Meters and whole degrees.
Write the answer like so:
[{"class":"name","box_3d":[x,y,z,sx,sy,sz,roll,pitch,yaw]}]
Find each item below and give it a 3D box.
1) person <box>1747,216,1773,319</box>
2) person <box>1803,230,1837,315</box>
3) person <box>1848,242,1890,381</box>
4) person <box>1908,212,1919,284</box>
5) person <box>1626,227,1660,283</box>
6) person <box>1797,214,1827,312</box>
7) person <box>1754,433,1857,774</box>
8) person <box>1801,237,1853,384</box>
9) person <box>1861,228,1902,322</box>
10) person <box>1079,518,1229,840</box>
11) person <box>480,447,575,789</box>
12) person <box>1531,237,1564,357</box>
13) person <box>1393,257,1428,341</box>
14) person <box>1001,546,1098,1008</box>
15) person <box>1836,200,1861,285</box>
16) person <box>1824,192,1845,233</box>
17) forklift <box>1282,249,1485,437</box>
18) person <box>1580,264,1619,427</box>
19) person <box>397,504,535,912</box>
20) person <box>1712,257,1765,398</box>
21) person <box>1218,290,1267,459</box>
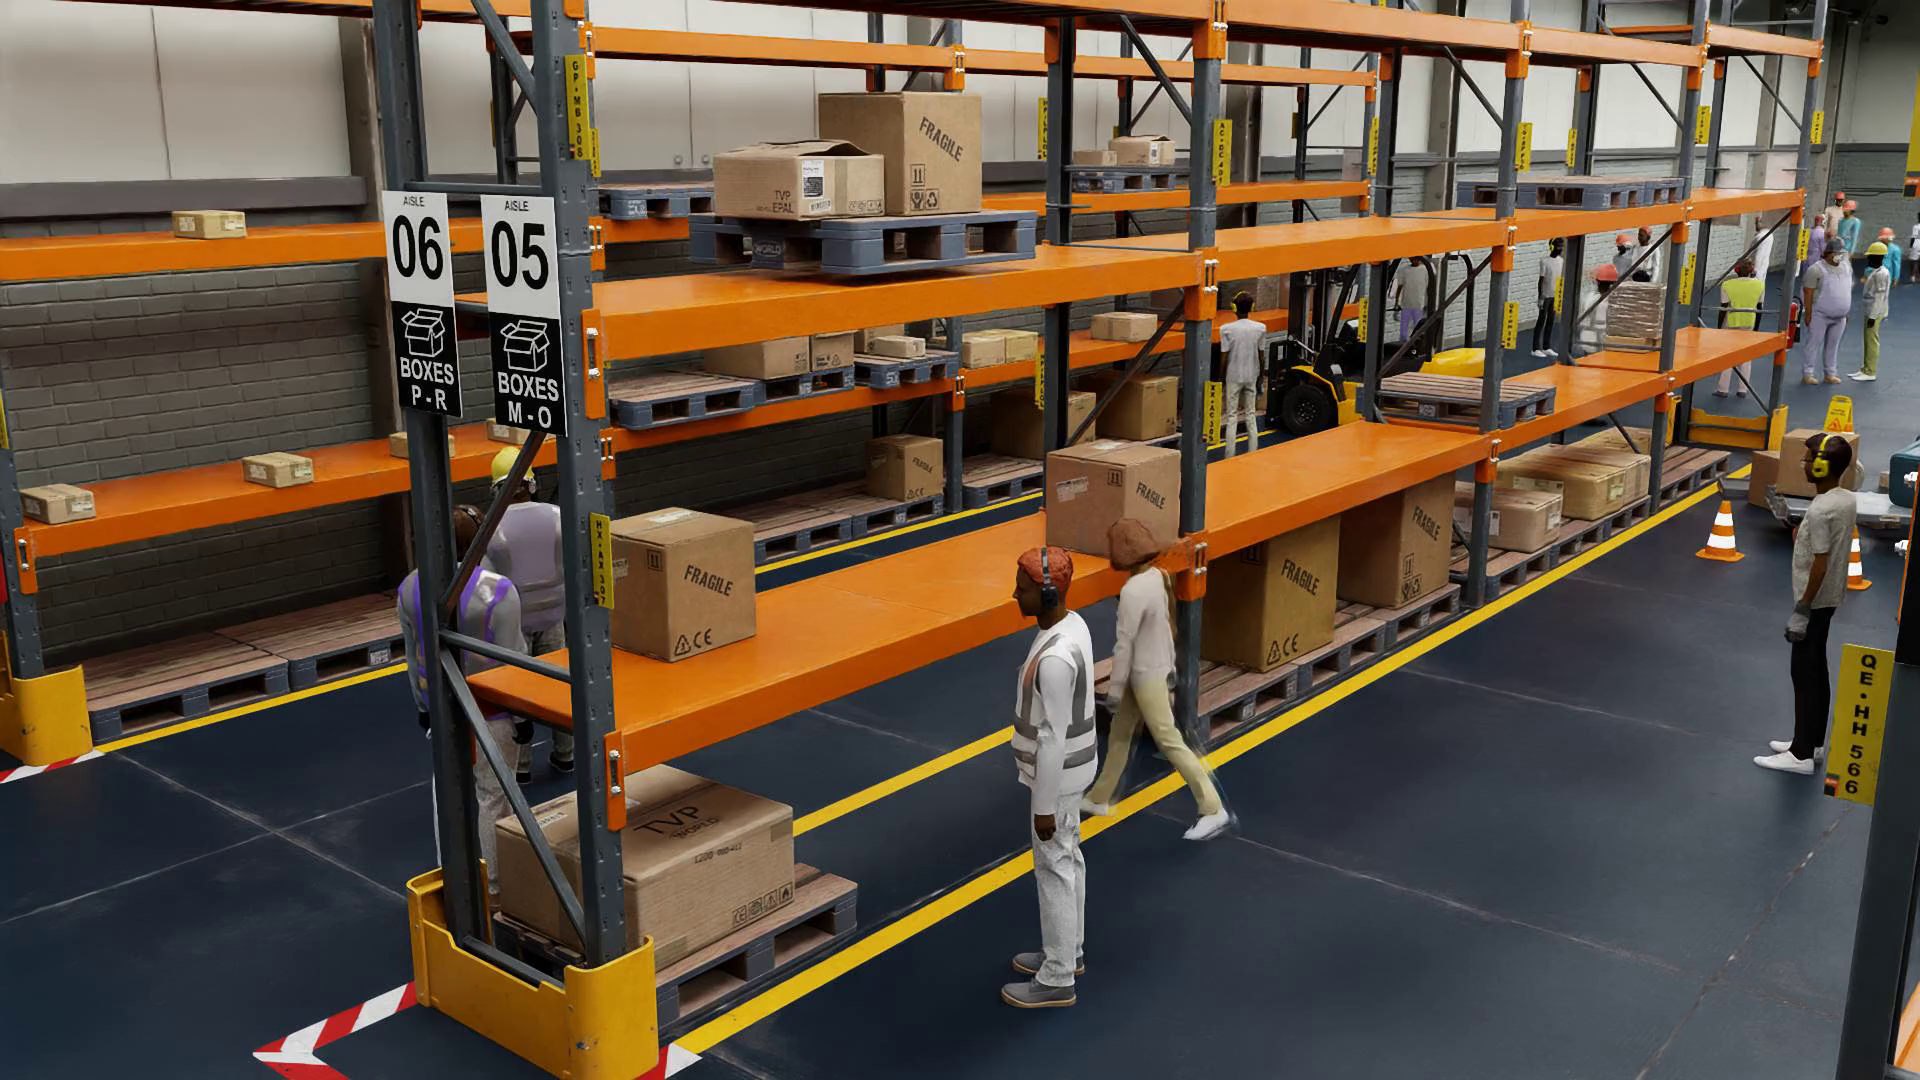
[{"class":"person","box_3d":[14.901,-5.095,31.096,0.405,1.904,0.653,10,17,36]},{"class":"person","box_3d":[16.365,-5.072,31.578,0.535,1.621,0.567,-13,19,-41]},{"class":"person","box_3d":[12.785,-3.198,23.325,0.370,1.926,0.588,5,15,20]},{"class":"person","box_3d":[22.080,-6.732,38.257,0.602,1.671,0.583,-2,14,-8]},{"class":"person","box_3d":[11.441,-4.318,27.975,0.354,1.883,0.573,-8,16,-30]},{"class":"person","box_3d":[16.398,-5.285,31.888,0.400,1.900,0.646,-2,14,-8]},{"class":"person","box_3d":[4.615,0.345,9.022,0.316,1.867,0.531,12,18,40]},{"class":"person","box_3d":[11.994,-3.163,22.947,0.678,2.000,0.536,-2,14,-8]},{"class":"person","box_3d":[16.890,-4.856,30.514,0.754,1.716,0.579,-5,15,-20]},{"class":"person","box_3d":[0.953,0.681,8.239,0.869,1.586,0.536,5,15,18]},{"class":"person","box_3d":[-2.312,0.414,8.824,0.592,1.828,0.404,-11,17,-37]},{"class":"person","box_3d":[9.139,-3.764,25.775,0.516,1.861,0.319,-9,16,-32]},{"class":"person","box_3d":[6.530,-3.334,24.001,0.535,1.868,0.309,6,15,24]},{"class":"person","box_3d":[0.363,0.935,6.601,0.359,1.880,0.575,2,14,8]},{"class":"person","box_3d":[18.808,-6.195,35.322,0.491,2.024,0.628,-2,14,-9]},{"class":"person","box_3d":[21.378,-7.484,40.629,0.612,1.997,0.375,3,14,12]},{"class":"forklift","box_3d":[4.886,-2.214,18.767,2.313,2.155,1.214,11,18,38]},{"class":"person","box_3d":[7.475,-2.279,19.590,0.476,1.922,0.574,1,14,2]},{"class":"person","box_3d":[-2.180,0.746,7.471,0.624,1.839,0.430,6,15,23]},{"class":"person","box_3d":[10.199,-2.779,21.783,0.569,1.845,0.385,0,14,0]},{"class":"person","box_3d":[2.859,-1.605,16.945,0.510,1.877,0.328,-2,14,-10]}]
